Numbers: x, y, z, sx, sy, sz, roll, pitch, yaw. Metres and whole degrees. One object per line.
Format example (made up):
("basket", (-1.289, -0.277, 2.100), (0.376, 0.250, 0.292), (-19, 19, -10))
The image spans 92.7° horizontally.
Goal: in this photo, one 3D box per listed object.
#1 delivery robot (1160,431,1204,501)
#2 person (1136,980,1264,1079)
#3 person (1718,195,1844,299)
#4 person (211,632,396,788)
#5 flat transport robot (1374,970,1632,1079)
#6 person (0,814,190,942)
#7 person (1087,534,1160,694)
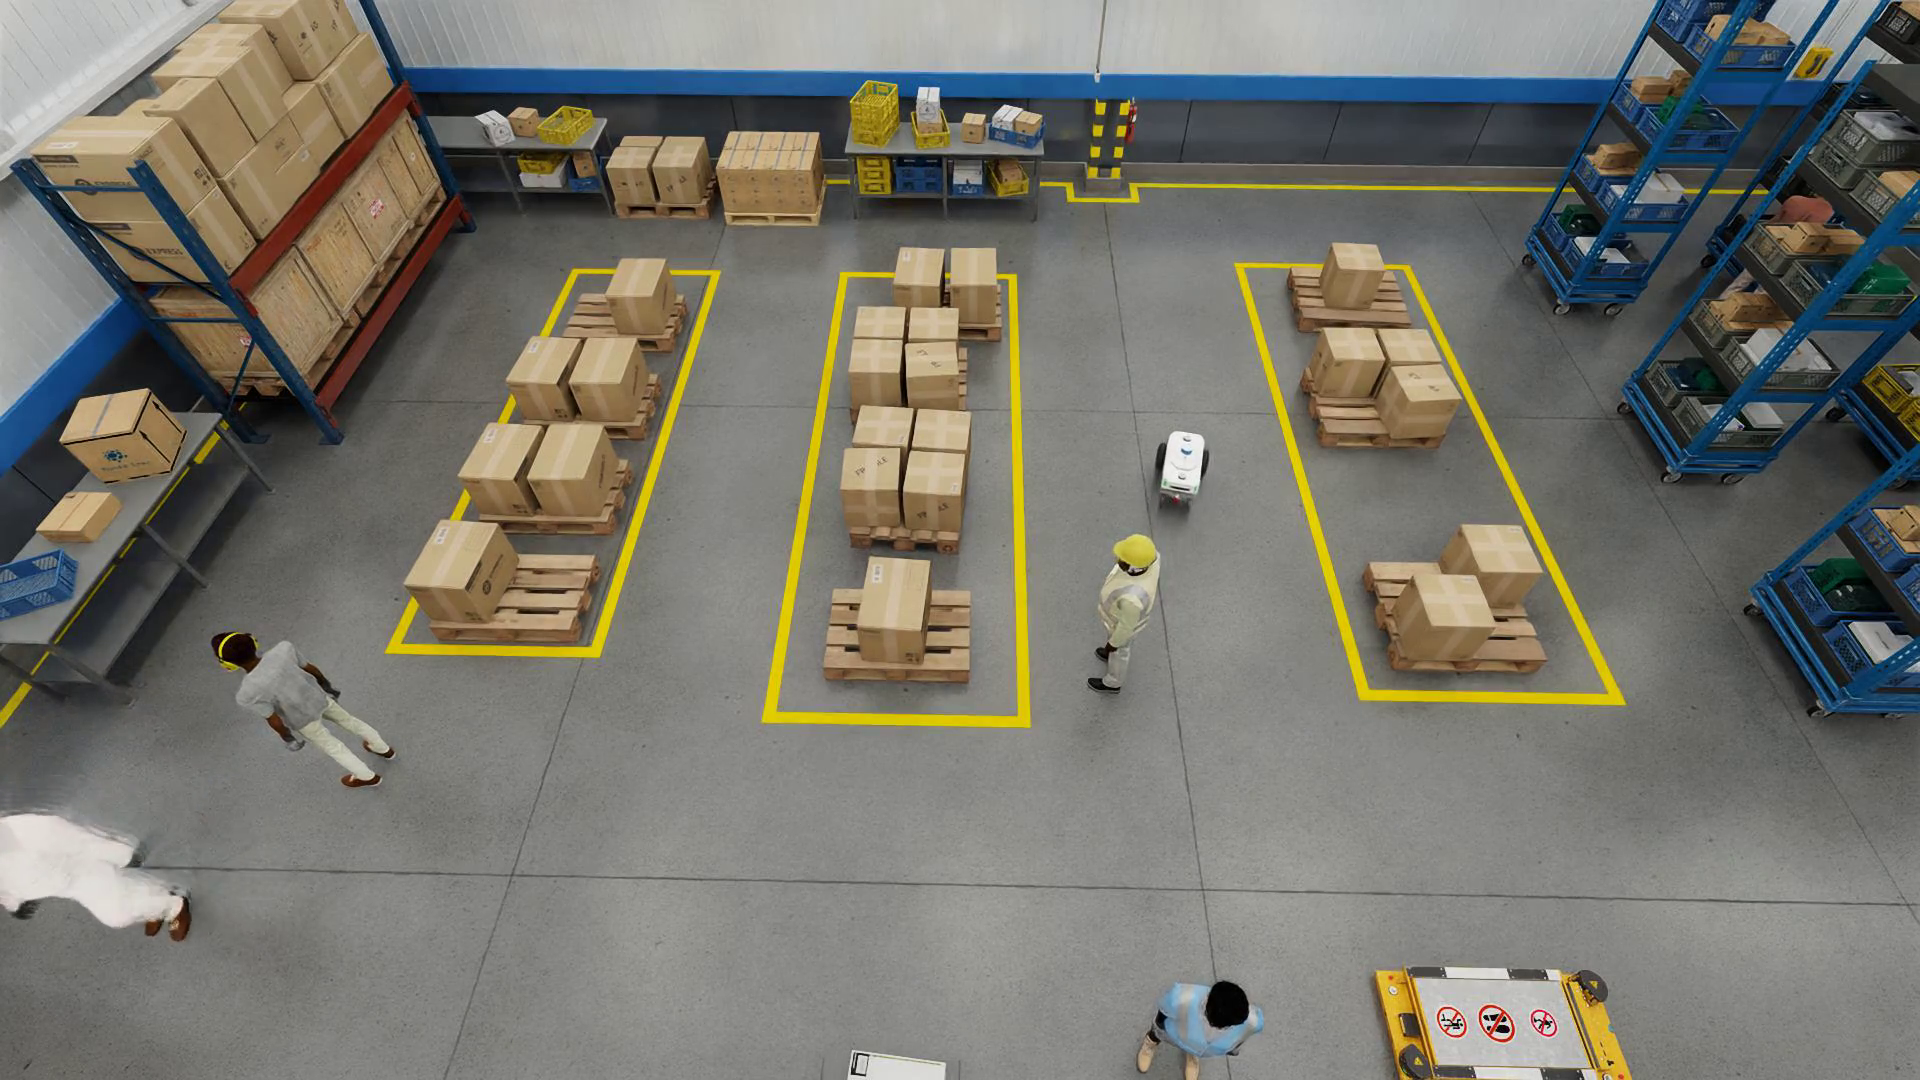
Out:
("delivery robot", (2.145, -0.724, 8.818), (0.477, 0.478, 0.707), (11, 52, 9))
("person", (1.363, 2.816, 5.256), (0.540, 1.698, 0.317), (12, 52, 9))
("person", (8.793, -3.014, 9.834), (0.411, 1.980, 0.629), (-22, 54, -17))
("person", (-4.613, 1.204, 6.462), (0.329, 1.872, 0.511), (8, 51, 6))
("flat transport robot", (3.501, 3.133, 5.914), (1.431, 0.197, 0.652), (1, 51, 1))
("person", (-5.577, 2.110, 5.719), (0.650, 1.883, 0.510), (-3, 51, -3))
("person", (1.245, 0.565, 7.005), (0.403, 1.836, 0.588), (16, 53, 13))
